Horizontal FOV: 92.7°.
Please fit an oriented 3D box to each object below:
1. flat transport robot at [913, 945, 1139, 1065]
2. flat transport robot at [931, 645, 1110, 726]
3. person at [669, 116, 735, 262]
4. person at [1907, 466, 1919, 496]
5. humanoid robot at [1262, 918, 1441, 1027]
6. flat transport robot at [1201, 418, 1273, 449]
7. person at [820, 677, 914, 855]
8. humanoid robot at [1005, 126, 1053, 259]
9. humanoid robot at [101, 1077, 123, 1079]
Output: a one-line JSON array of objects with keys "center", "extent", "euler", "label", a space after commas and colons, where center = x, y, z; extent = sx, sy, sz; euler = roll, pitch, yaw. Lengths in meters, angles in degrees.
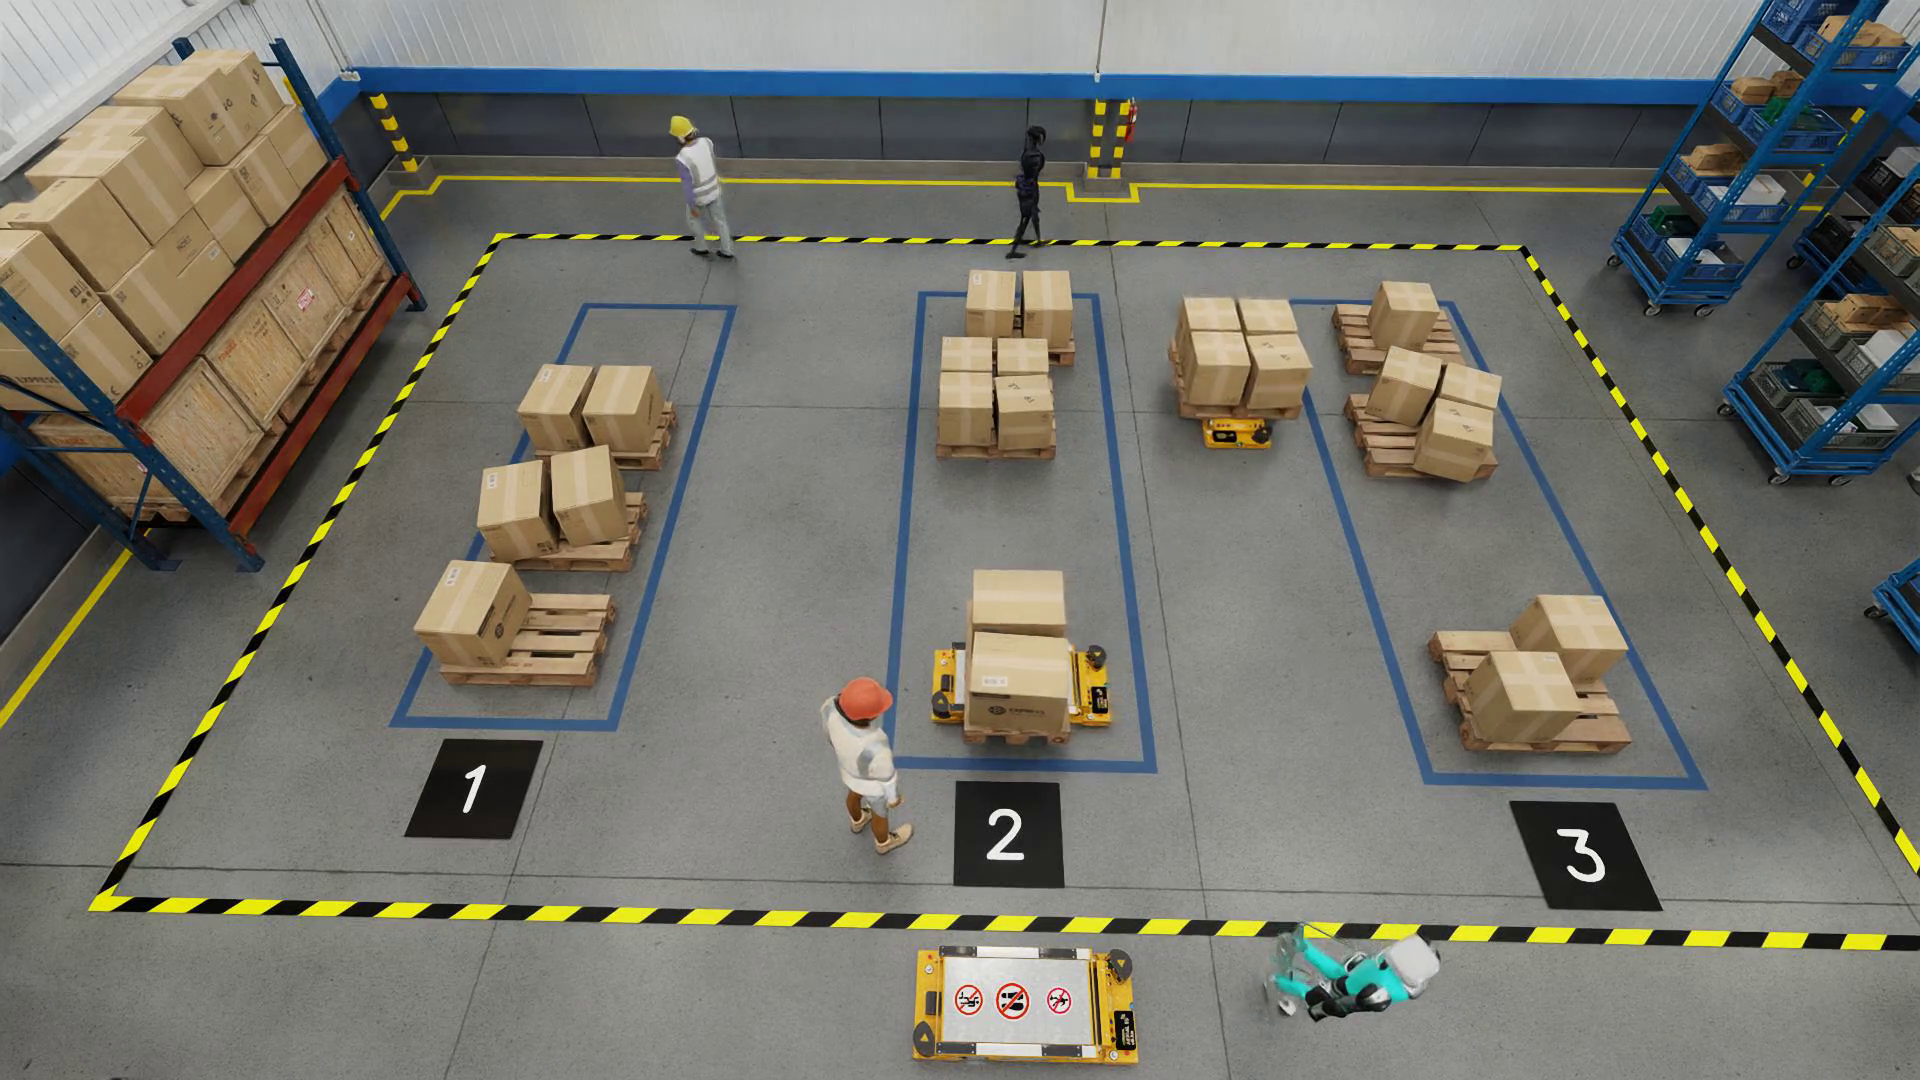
[{"center": [0.422, 3.041, 6.007], "extent": [1.431, 0.231, 0.659], "euler": [1, 51, 1], "label": "flat transport robot"}, {"center": [0.491, 1.173, 7.512], "extent": [1.431, 0.197, 0.652], "euler": [1, 51, 1], "label": "flat transport robot"}, {"center": [-3.119, -4.153, 10.877], "extent": [0.699, 1.803, 0.606], "euler": [29, 56, 21], "label": "person"}, {"center": [9.619, -1.141, 8.396], "extent": [0.563, 1.847, 0.389], "euler": [-3, 51, -3], "label": "person"}, {"center": [2.164, 2.550, 5.493], "extent": [0.560, 1.828, 0.785], "euler": [-27, 56, -20], "label": "humanoid robot"}, {"center": [2.852, -1.543, 9.726], "extent": [0.652, 0.197, 1.431], "euler": [1, 51, 1], "label": "flat transport robot"}, {"center": [-0.606, 1.511, 6.115], "extent": [0.607, 2.036, 0.398], "euler": [37, 60, 26], "label": "person"}, {"center": [0.878, -4.144, 10.966], "extent": [0.650, 1.631, 0.610], "euler": [-7, 51, -6], "label": "humanoid robot"}, {"center": [-3.974, 3.266, 4.893], "extent": [1.037, 1.743, 0.560], "euler": [-6, 51, -5], "label": "humanoid robot"}]
